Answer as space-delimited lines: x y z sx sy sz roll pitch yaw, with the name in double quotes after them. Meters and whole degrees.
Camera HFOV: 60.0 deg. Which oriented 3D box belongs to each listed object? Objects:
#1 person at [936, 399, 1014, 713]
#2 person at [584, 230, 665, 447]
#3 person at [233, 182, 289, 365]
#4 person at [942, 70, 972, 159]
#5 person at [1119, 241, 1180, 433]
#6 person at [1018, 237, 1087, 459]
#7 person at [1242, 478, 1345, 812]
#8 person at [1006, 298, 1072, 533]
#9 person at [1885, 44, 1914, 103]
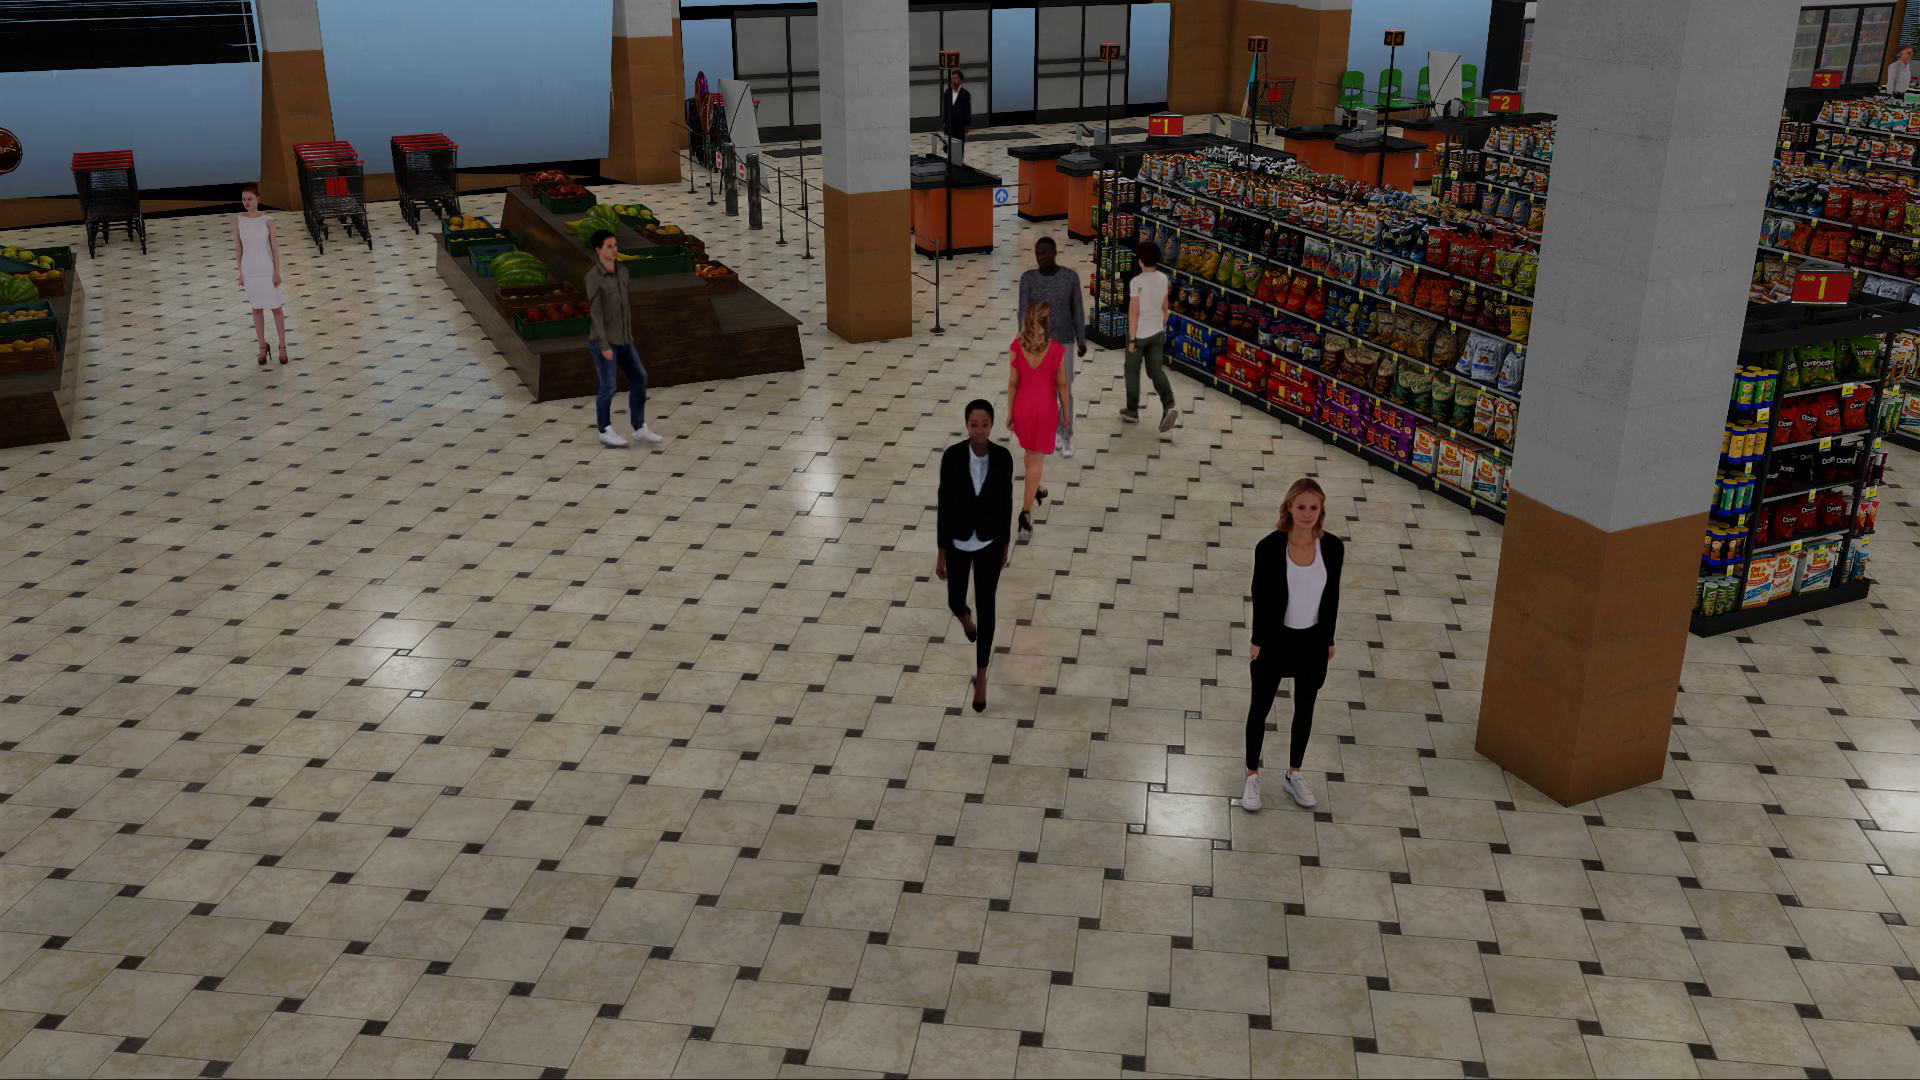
0.072 0.047 9.703 0.913 1.803 1.177 0 22 1 "person"
-2.990 -1.679 13.947 1.015 1.841 0.948 11 24 26 "person"
-6.851 -2.606 16.318 0.622 1.793 0.582 -2 22 -5 "person"
-0.020 -6.490 26.078 0.763 1.722 0.836 10 24 24 "person"
1.653 -1.727 14.357 0.558 1.625 1.045 -10 24 -24 "person"
0.777 -1.648 13.909 0.899 1.812 0.943 0 22 -1 "person"
1.691 0.534 8.491 0.666 1.801 0.636 -2 22 -4 "person"
0.528 -0.877 12.167 1.024 1.679 1.086 8 23 19 "person"
16.330 -7.738 29.059 0.668 1.816 0.584 -13 25 -28 "person"
